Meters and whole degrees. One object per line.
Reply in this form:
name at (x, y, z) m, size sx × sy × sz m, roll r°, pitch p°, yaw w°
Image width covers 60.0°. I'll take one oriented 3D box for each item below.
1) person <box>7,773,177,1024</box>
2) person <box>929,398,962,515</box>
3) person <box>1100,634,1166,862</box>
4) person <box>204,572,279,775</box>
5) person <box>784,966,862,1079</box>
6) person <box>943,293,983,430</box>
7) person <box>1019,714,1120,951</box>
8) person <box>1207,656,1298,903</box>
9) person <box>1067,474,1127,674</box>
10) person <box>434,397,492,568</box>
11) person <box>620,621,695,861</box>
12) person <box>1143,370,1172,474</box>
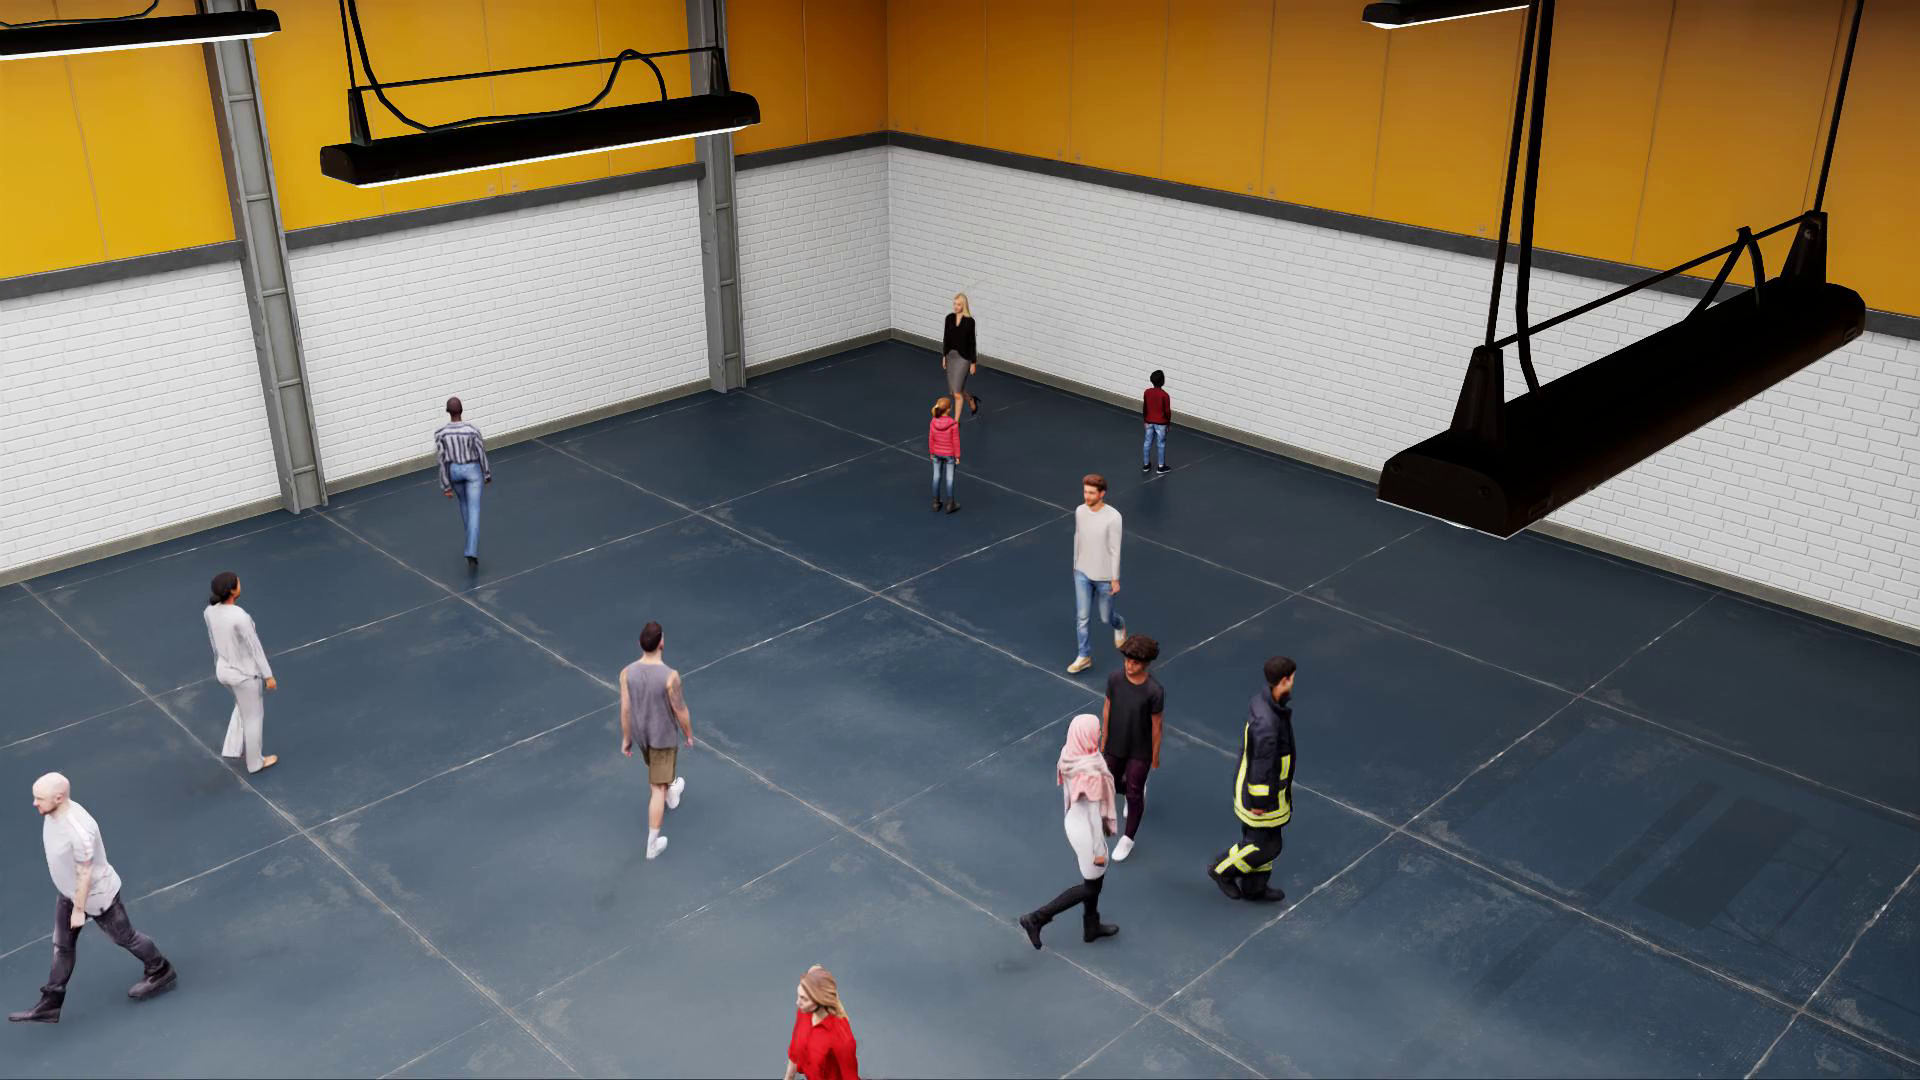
person at (-5.448, 2.232, 10.614) m, size 0.700 × 1.784 × 1.203 m, roll 21°, pitch 31°, yaw 40°
person at (-0.179, -0.945, 18.466) m, size 0.578 × 1.315 × 0.582 m, roll 9°, pitch 25°, yaw 20°
person at (1.293, 1.477, 12.357) m, size 0.730 × 1.771 × 0.947 m, roll 15°, pitch 28°, yaw 30°
person at (-5.816, 1.100, 13.278) m, size 0.708 × 1.724 × 0.734 m, roll 14°, pitch 27°, yaw 29°
person at (-0.636, 2.998, 9.014) m, size 1.114 × 1.662 × 0.754 m, roll -17°, pitch 29°, yaw -33°
person at (0.038, -2.180, 20.690) m, size 0.746 × 1.796 × 0.984 m, roll 13°, pitch 27°, yaw 28°
person at (0.766, 2.003, 11.135) m, size 1.092 × 1.785 × 0.927 m, roll -7°, pitch 24°, yaw -15°
person at (2.044, 1.698, 11.696) m, size 1.018 × 1.895 × 0.944 m, roll 7°, pitch 25°, yaw 15°
person at (1.272, 0.282, 14.950) m, size 0.782 × 1.883 × 1.032 m, roll 15°, pitch 28°, yaw 31°
person at (-5.061, -0.557, 17.045) m, size 1.150 × 1.743 × 1.178 m, roll -1°, pitch 24°, yaw -3°
person at (-2.299, 1.526, 12.397) m, size 1.037 × 1.794 × 1.268 m, roll 6°, pitch 24°, yaw 13°
person at (2.314, -1.403, 19.587) m, size 0.546 × 1.256 × 0.547 m, roll 14°, pitch 27°, yaw 29°
